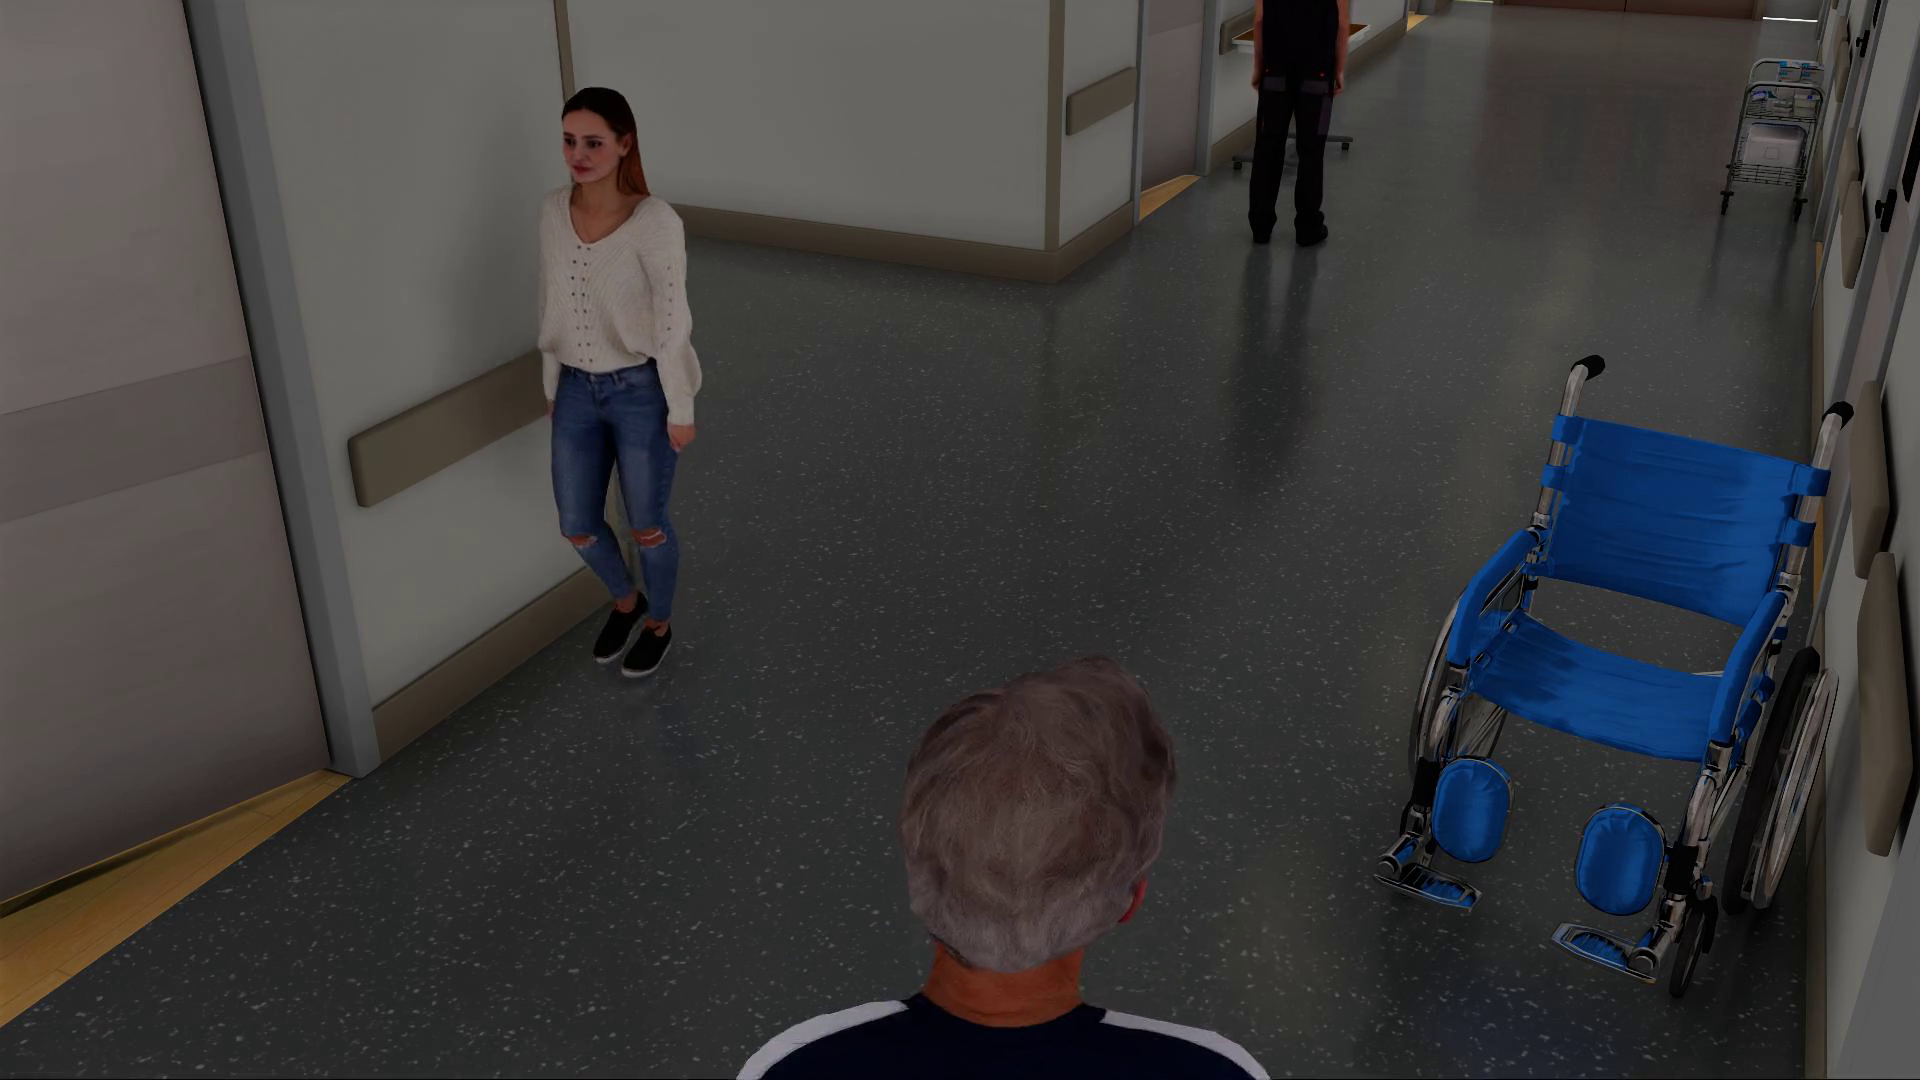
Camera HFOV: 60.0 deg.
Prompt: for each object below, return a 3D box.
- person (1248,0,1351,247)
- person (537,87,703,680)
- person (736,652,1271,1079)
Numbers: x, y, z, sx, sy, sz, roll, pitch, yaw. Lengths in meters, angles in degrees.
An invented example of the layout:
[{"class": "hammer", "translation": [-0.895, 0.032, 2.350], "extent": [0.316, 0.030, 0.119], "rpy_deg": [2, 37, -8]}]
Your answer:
[{"class": "person", "translation": [1.771, -2.483, 8.721], "extent": [0.644, 1.848, 0.568], "rpy_deg": [10, 28, 20]}, {"class": "person", "translation": [-0.909, -0.410, 4.620], "extent": [0.661, 1.677, 0.608], "rpy_deg": [8, 27, 17]}, {"class": "person", "translation": [0.017, 1.011, 1.535], "extent": [0.865, 1.796, 1.083], "rpy_deg": [1, 26, 2]}]
